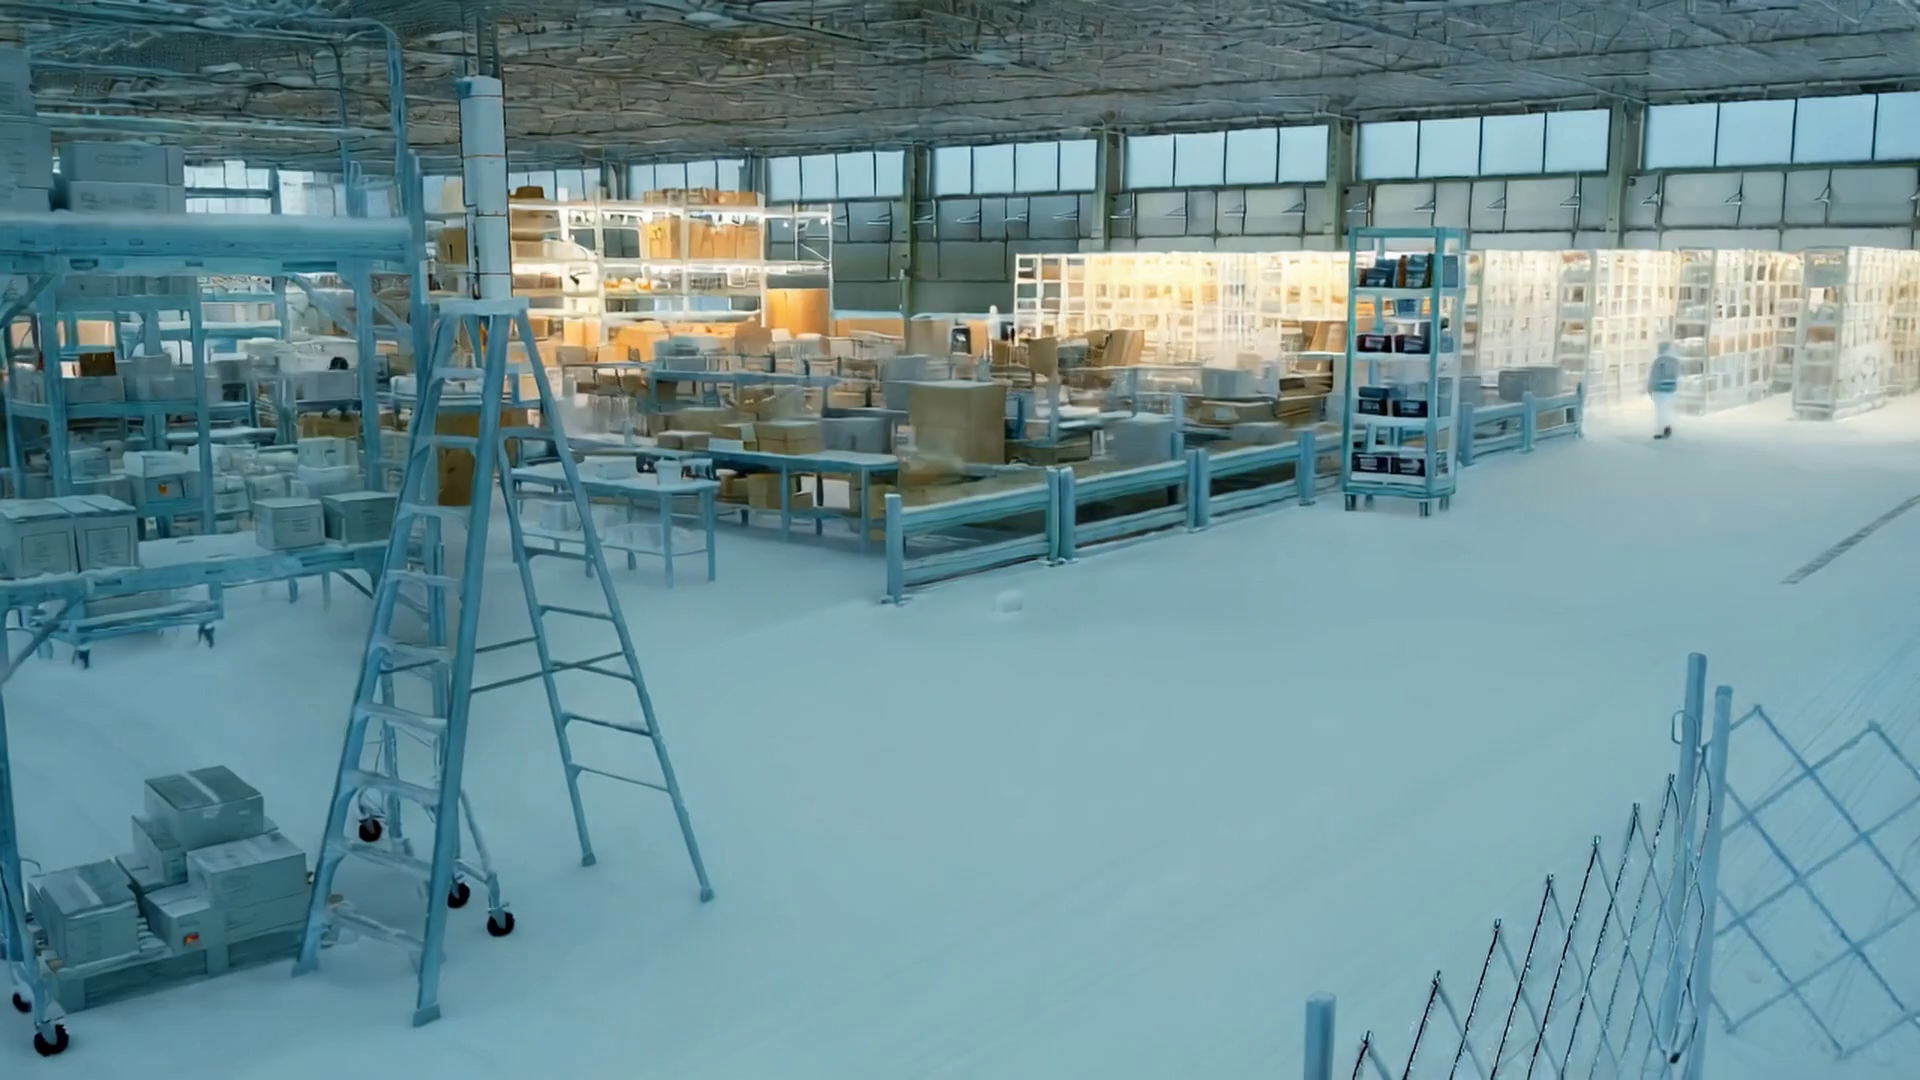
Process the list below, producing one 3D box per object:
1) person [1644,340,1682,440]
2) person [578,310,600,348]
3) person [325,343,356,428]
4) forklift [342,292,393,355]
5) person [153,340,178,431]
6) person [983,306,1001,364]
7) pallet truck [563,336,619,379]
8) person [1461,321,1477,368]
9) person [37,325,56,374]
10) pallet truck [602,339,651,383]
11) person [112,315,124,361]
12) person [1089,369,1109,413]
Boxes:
[{"bbox_3d":[12.863,-2.741,30.461,0.596,1.814,0.433,-3,10,-19],"label":"person"},{"bbox_3d":[-11.291,-6.031,50.651,0.623,1.932,0.368,-1,9,-6],"label":"person"},{"bbox_3d":[-12.176,-3.025,32.632,0.542,1.678,0.477,8,12,40],"label":"person"},{"bbox_3d":[-16.485,-5.622,45.120,1.129,2.768,1.873,7,11,37],"label":"forklift"},{"bbox_3d":[-14.863,-2.804,30.847,0.633,1.806,0.669,6,11,34],"label":"person"},{"bbox_3d":[1.059,-6.635,54.194,0.622,1.993,0.382,5,10,28],"label":"person"},{"bbox_3d":[-10.690,-5.294,48.215,1.601,1.201,0.680,-5,10,-26],"label":"pallet truck"},{"bbox_3d":[14.686,-5.588,48.244,0.600,1.809,0.812,9,12,43],"label":"person"},{"bbox_3d":[-26.950,-5.623,49.195,0.869,1.578,0.532,-6,11,-34],"label":"person"},{"bbox_3d":[-8.991,-4.871,45.351,0.653,1.274,1.630,7,11,37],"label":"pallet truck"},{"bbox_3d":[-28.587,-6.829,56.551,0.534,1.623,0.370,7,12,38],"label":"person"},{"bbox_3d":[2.450,-2.660,30.249,0.847,1.715,0.521,0,9,2],"label":"person"}]
